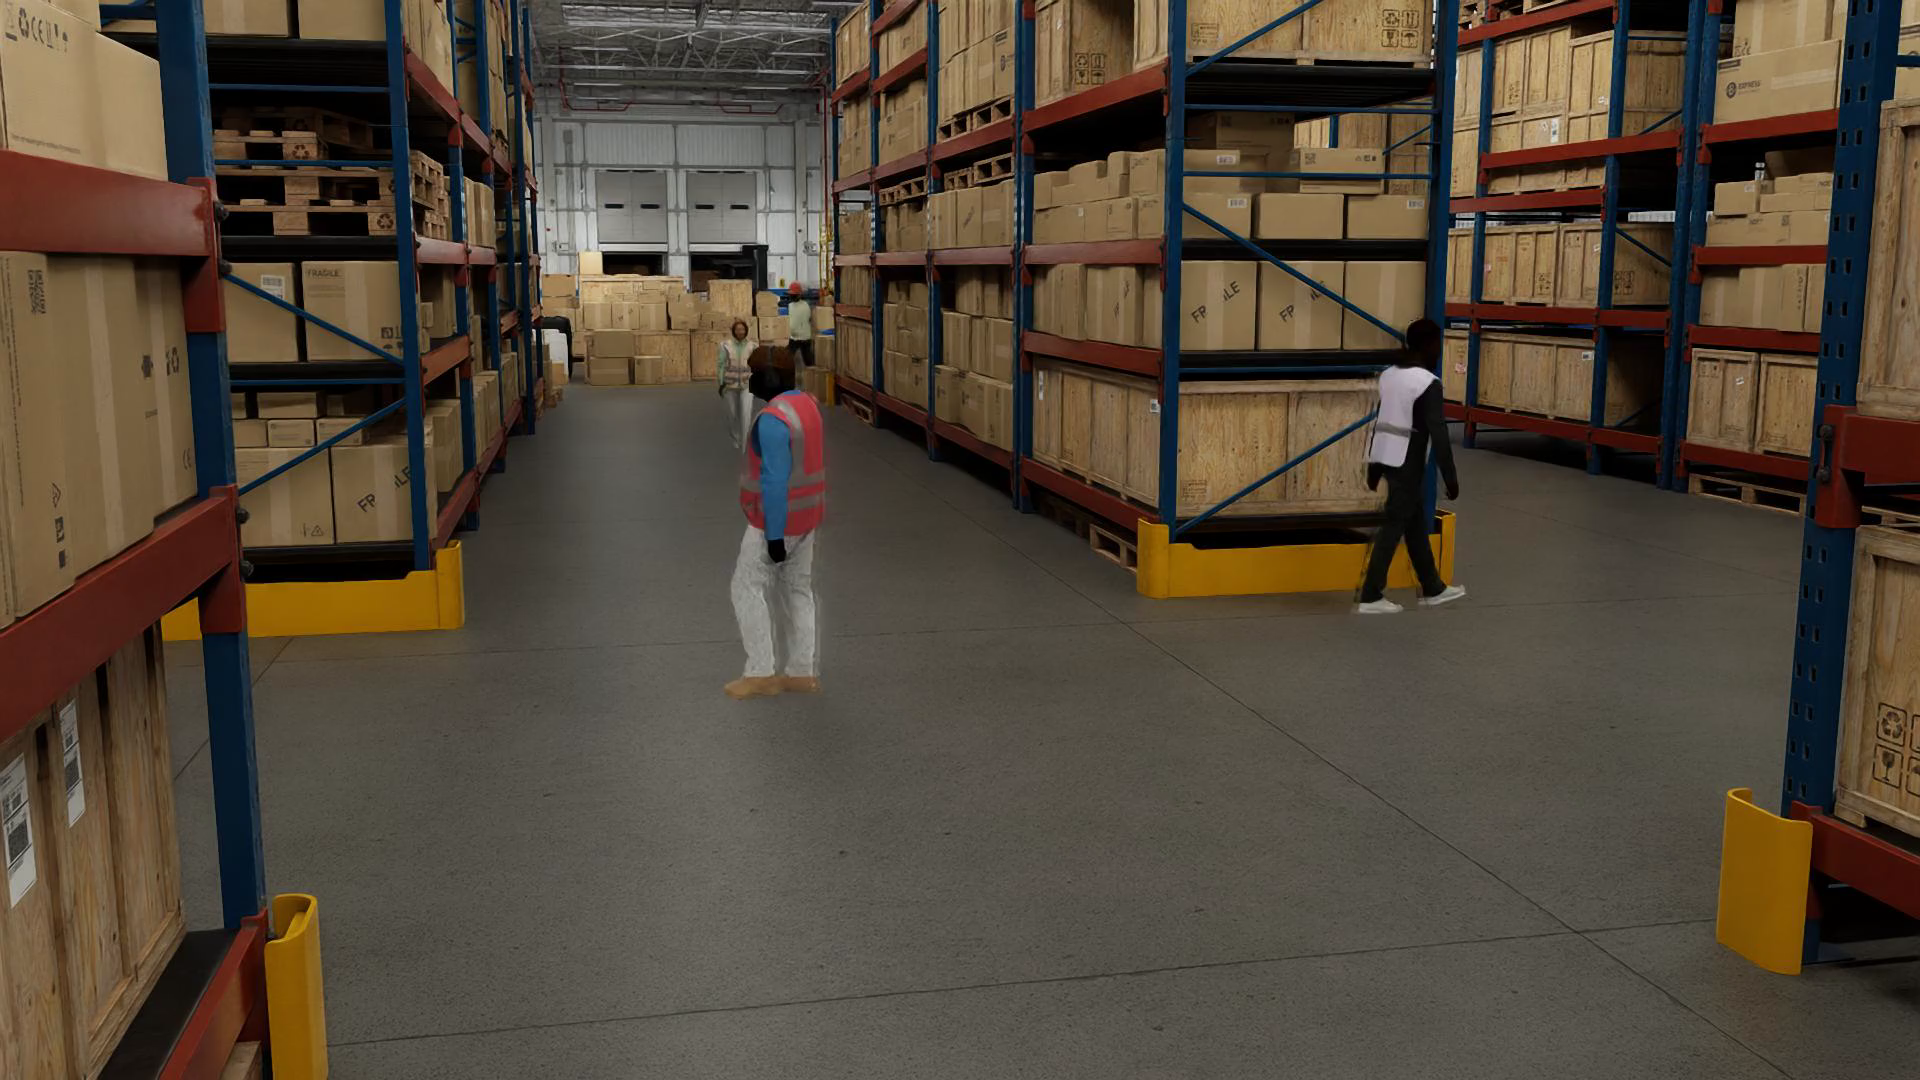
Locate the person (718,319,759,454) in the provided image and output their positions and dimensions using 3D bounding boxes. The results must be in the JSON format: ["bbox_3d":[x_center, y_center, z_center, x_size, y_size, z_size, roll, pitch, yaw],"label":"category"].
[{"bbox_3d":[-2.658,-1.860,20.031,0.512,1.609,0.755,-1,9,-7],"label":"person"}]

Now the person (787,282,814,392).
[{"bbox_3d":[-2.907,-3.523,29.116,0.966,1.946,0.616,-9,13,-44],"label":"person"}]

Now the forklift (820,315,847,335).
[{"bbox_3d":[-1.634,-4.210,30.485,1.129,2.768,1.873,6,11,32],"label":"forklift"}]

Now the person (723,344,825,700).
[{"bbox_3d":[-0.991,-0.092,8.589,0.581,1.825,0.645,3,10,17],"label":"person"}]

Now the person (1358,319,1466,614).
[{"bbox_3d":[2.970,-0.461,10.659,0.920,1.877,0.617,-2,10,-14],"label":"person"}]

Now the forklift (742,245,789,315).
[{"bbox_3d":[-5.578,-6.690,45.602,1.873,2.768,1.129,-7,12,-36],"label":"forklift"}]

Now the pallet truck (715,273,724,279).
[{"bbox_3d":[-8.580,-8.986,62.280,1.885,1.965,0.823,1,9,5],"label":"pallet truck"}]
